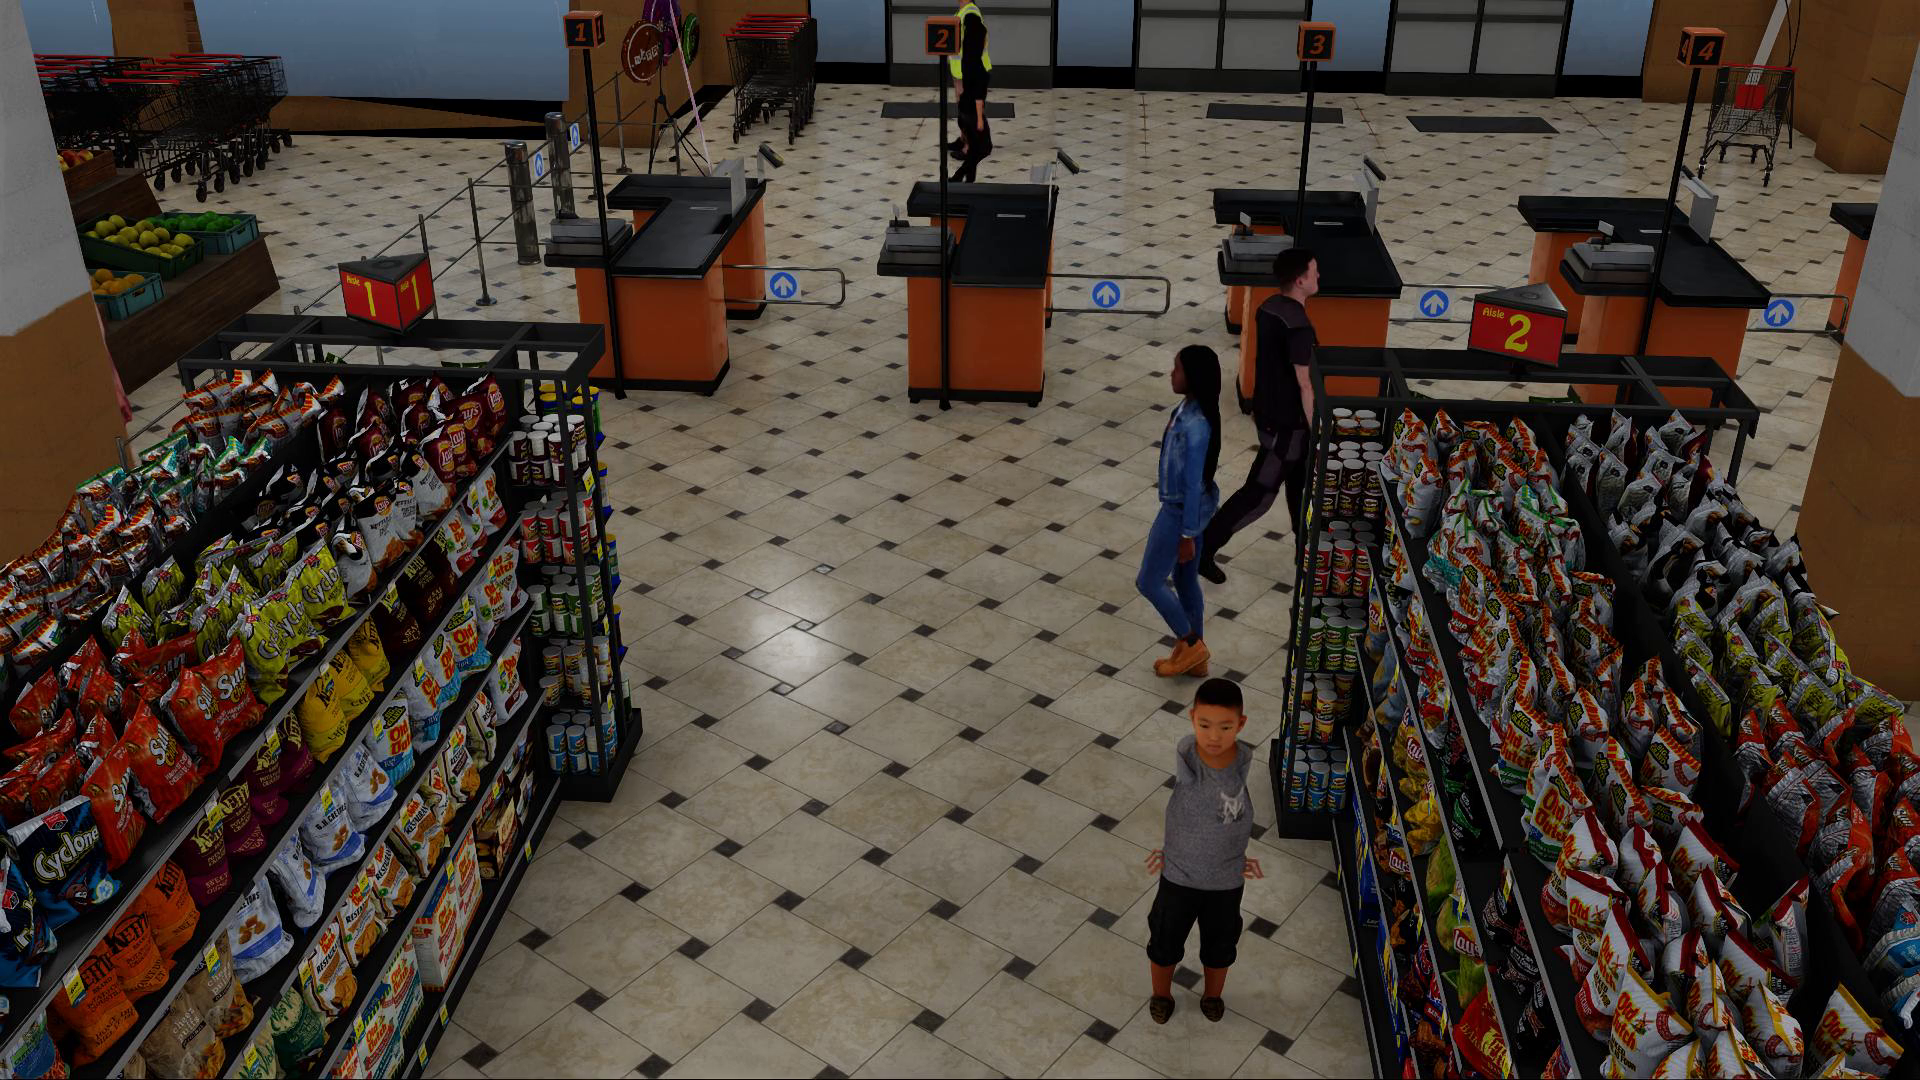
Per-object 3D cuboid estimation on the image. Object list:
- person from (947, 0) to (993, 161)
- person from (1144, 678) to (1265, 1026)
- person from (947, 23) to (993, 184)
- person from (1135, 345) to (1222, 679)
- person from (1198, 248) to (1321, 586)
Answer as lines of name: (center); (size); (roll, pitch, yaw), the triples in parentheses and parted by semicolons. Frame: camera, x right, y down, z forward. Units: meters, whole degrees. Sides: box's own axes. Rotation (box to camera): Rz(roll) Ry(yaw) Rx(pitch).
person: (0.065, -4.835, 16.968); (0.823, 1.846, 0.731); (-3, 27, -7)
person: (0.843, 1.066, 5.763); (0.563, 1.456, 0.494); (2, 27, 3)
person: (0.051, -3.945, 15.447); (0.779, 1.635, 0.737); (-10, 28, -18)
person: (1.148, -0.084, 7.760); (0.703, 1.701, 0.544); (4, 27, 7)
person: (1.592, -0.591, 8.640); (0.860, 1.809, 1.167); (-1, 27, -2)
